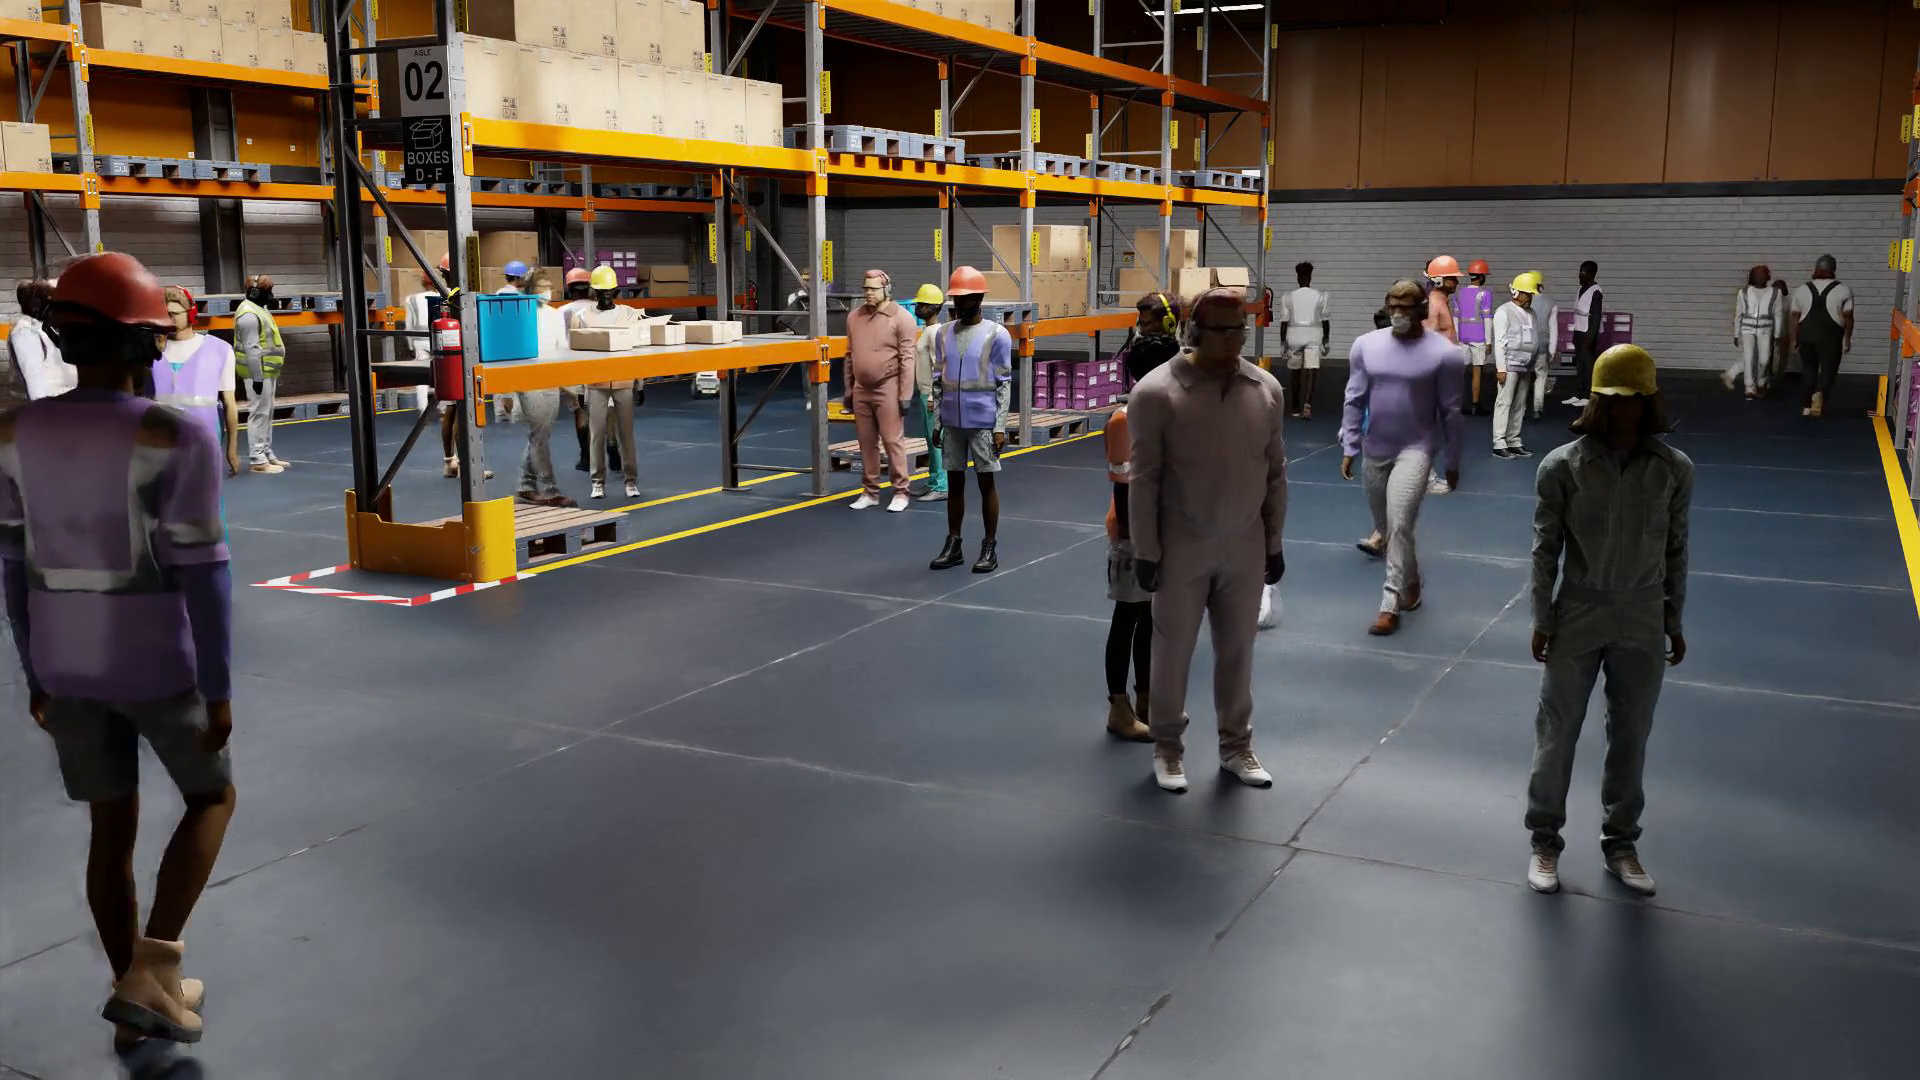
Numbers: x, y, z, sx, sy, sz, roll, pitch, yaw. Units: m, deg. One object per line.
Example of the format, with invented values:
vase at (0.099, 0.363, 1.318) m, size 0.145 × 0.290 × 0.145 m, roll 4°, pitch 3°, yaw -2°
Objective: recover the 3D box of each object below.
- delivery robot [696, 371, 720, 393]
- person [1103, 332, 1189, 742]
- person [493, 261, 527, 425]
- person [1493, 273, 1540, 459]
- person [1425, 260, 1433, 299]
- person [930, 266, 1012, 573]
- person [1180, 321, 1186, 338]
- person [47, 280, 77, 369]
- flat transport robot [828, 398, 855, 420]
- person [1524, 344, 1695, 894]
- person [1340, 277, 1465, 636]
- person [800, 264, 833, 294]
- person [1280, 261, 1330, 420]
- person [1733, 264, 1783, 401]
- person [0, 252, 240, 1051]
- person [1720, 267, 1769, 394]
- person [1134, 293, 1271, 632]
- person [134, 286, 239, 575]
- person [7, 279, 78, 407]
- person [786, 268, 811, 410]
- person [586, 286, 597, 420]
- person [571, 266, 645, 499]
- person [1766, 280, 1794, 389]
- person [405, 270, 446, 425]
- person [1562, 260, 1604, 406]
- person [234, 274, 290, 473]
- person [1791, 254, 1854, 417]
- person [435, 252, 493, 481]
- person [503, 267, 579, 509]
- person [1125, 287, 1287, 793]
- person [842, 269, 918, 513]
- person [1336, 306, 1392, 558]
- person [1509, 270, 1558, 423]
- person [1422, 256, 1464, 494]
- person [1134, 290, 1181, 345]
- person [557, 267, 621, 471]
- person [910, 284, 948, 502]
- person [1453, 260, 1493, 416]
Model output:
delivery robot at (-3.393, -2.274, 23.067) m, size 0.477 × 0.478 × 0.707 m, roll 2°, pitch 10°, yaw 11°
person at (0.798, -0.021, 6.990) m, size 0.320 × 1.698 × 0.531 m, roll 7°, pitch 12°, yaw 36°
person at (-5.263, -2.317, 19.643) m, size 0.473 × 1.928 × 0.613 m, roll -8°, pitch 13°, yaw -40°
person at (5.500, -1.711, 16.413) m, size 0.588 × 1.823 × 0.403 m, roll -8°, pitch 12°, yaw -38°
person at (7.411, -3.431, 26.136) m, size 0.399 × 1.905 × 0.643 m, roll 2°, pitch 10°, yaw 11°
person at (0.054, -0.757, 10.554) m, size 0.545 × 1.938 × 0.362 m, roll 5°, pitch 11°, yaw 26°
person at (3.081, -3.240, 24.865) m, size 0.638 × 1.967 × 0.695 m, roll 6°, pitch 11°, yaw 30°
person at (-6.437, -0.947, 11.963) m, size 0.600 × 1.829 × 0.404 m, roll 2°, pitch 10°, yaw 13°
flat transport robot at (-1.249, -1.631, 20.434) m, size 0.652 × 0.197 × 1.431 m, roll 2°, pitch 10°, yaw 12°
person at (2.044, 0.259, 5.237) m, size 0.494 × 1.743 × 0.302 m, roll 1°, pitch 10°, yaw 3°
person at (2.432, -0.485, 9.085) m, size 0.617 × 1.897 × 0.947 m, roll 8°, pitch 12°, yaw 37°
person at (-2.444, -3.757, 28.030) m, size 0.586 × 1.898 × 0.611 m, roll 5°, pitch 11°, yaw 25°
person at (4.203, -2.436, 20.312) m, size 0.606 × 1.931 × 0.942 m, roll 3°, pitch 10°, yaw 15°
person at (10.901, -2.832, 22.758) m, size 0.588 × 1.865 × 0.415 m, roll 5°, pitch 11°, yaw 26°
person at (-2.086, 0.308, 4.154) m, size 0.603 × 2.027 × 0.467 m, roll 1°, pitch 10°, yaw 3°
person at (11.238, -2.969, 23.674) m, size 0.554 × 1.821 × 0.645 m, roll 4°, pitch 10°, yaw 20°
person at (1.274, -0.406, 8.883) m, size 0.788 × 1.828 × 0.524 m, roll -4°, pitch 11°, yaw -22°
person at (-4.411, -0.526, 9.508) m, size 0.563 × 1.838 × 0.388 m, roll -2°, pitch 10°, yaw -11°
person at (-6.334, -0.883, 11.561) m, size 0.429 × 1.846 × 0.625 m, roll -4°, pitch 11°, yaw -21°
person at (-1.938, -2.530, 21.156) m, size 0.542 × 1.815 × 0.801 m, roll 0°, pitch 10°, yaw 1°
person at (-4.472, -2.235, 20.001) m, size 0.546 × 1.635 × 0.313 m, roll 2°, pitch 10°, yaw 13°
person at (-2.895, -1.294, 13.735) m, size 0.582 × 1.919 × 0.386 m, roll -3°, pitch 10°, yaw -15°
person at (12.189, -3.067, 24.813) m, size 0.531 × 1.615 × 0.558 m, roll 7°, pitch 12°, yaw 35°
person at (-6.287, -2.292, 19.749) m, size 0.584 × 1.844 × 0.995 m, roll -2°, pitch 10°, yaw -11°
person at (8.307, -2.734, 22.053) m, size 0.392 × 1.922 × 0.593 m, roll 0°, pitch 10°, yaw -3°
person at (-6.443, -1.527, 15.343) m, size 0.430 × 1.834 × 0.634 m, roll -2°, pitch 10°, yaw -13°
person at (10.598, -2.525, 20.495) m, size 0.696 × 2.000 × 0.831 m, roll 8°, pitch 13°, yaw 40°
person at (-4.463, -1.550, 14.842) m, size 0.376 × 2.045 × 0.605 m, roll -8°, pitch 13°, yaw -39°
person at (-3.304, -1.190, 13.166) m, size 0.672 × 1.926 × 0.655 m, roll 6°, pitch 11°, yaw 30°
person at (0.942, 0.007, 6.268) m, size 0.647 × 1.897 × 0.399 m, roll -3°, pitch 10°, yaw -17°
person at (-0.645, -1.163, 13.052) m, size 0.647 × 1.897 × 0.398 m, roll 7°, pitch 12°, yaw 33°
person at (2.790, -0.716, 11.115) m, size 0.545 × 1.660 × 0.826 m, roll 9°, pitch 13°, yaw 41°
person at (6.824, -2.308, 19.892) m, size 0.615 × 1.808 × 0.597 m, roll 4°, pitch 11°, yaw 21°
person at (4.045, -1.401, 14.115) m, size 0.378 × 1.995 × 0.609 m, roll 4°, pitch 10°, yaw 20°
person at (2.108, -1.865, 17.853) m, size 0.512 × 1.628 × 0.419 m, roll 6°, pitch 11°, yaw 31°
person at (-3.376, -1.535, 15.206) m, size 0.561 × 1.899 × 0.778 m, roll -6°, pitch 11°, yaw -30°
person at (-0.248, -1.197, 13.593) m, size 0.306 × 1.772 × 0.527 m, roll -2°, pitch 10°, yaw -10°
person at (6.392, -2.504, 20.669) m, size 0.361 × 1.935 × 0.553 m, roll -7°, pitch 12°, yaw -35°
